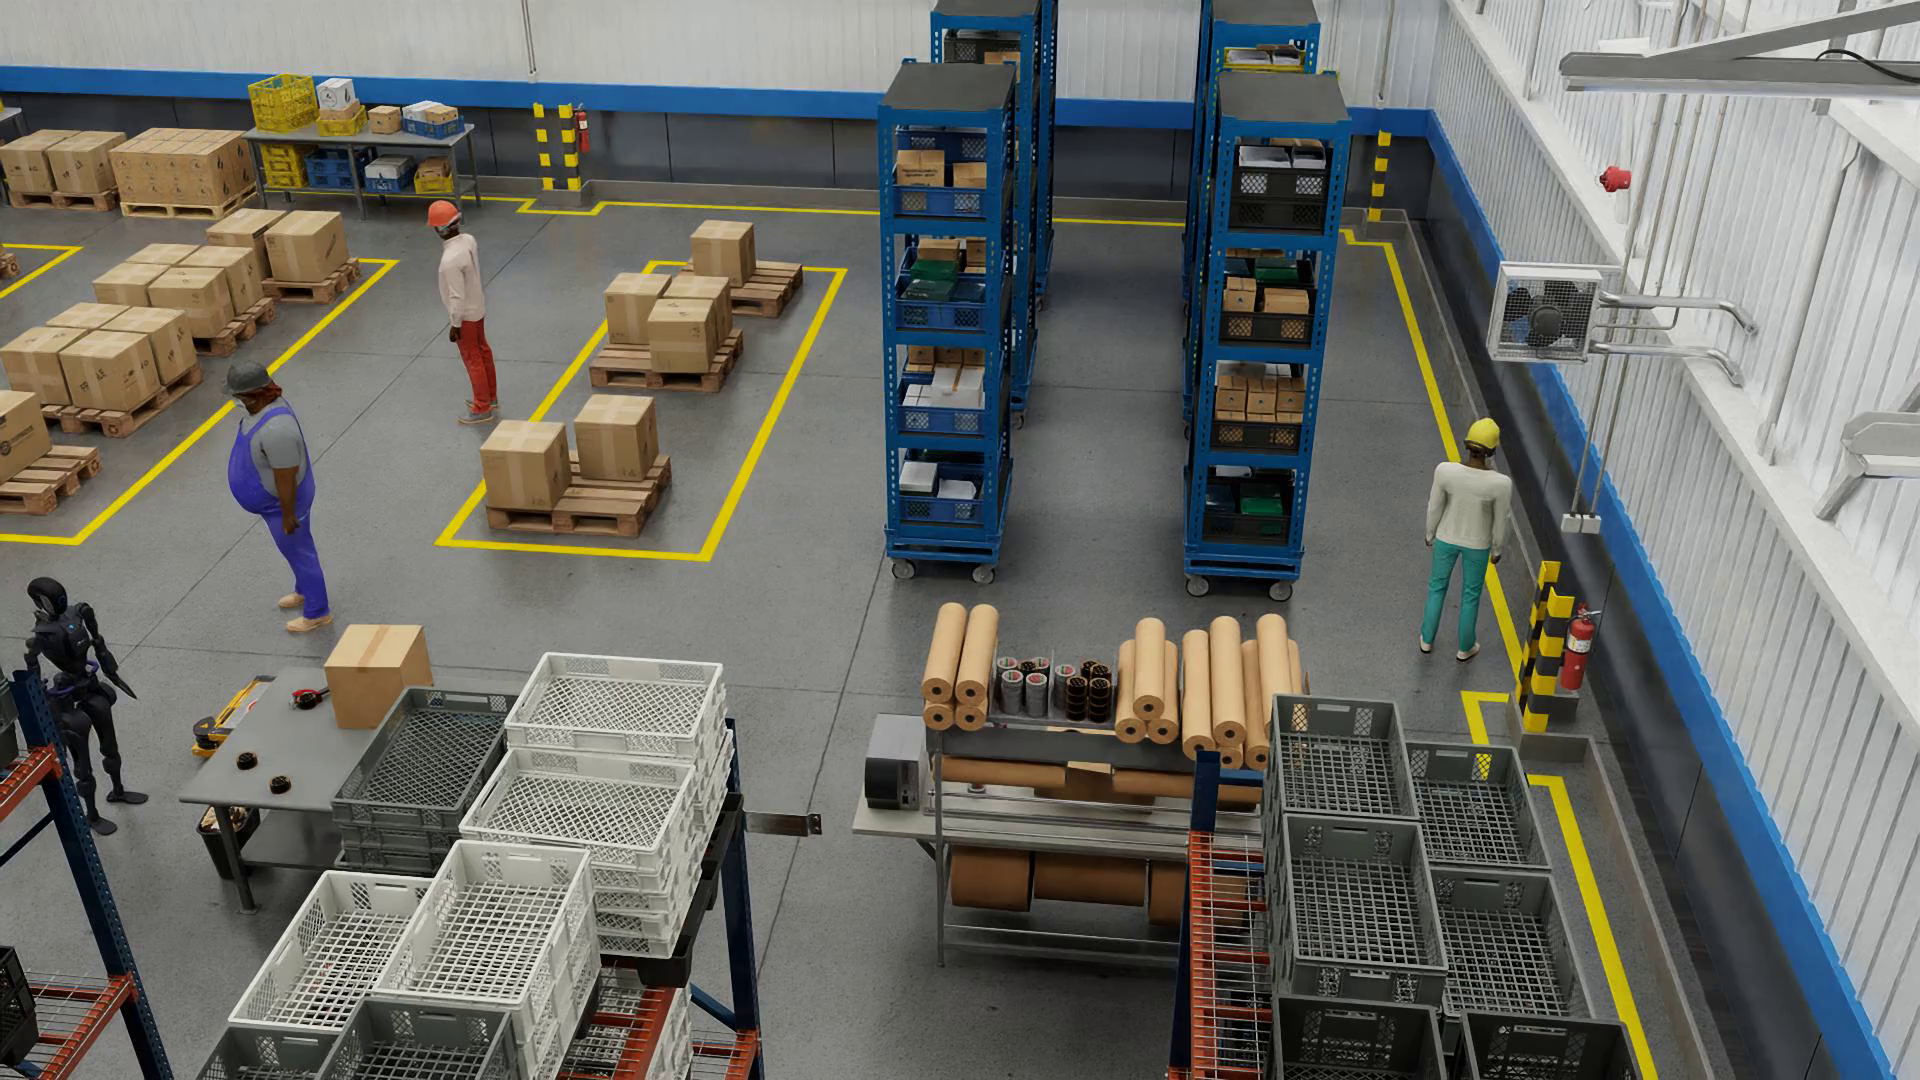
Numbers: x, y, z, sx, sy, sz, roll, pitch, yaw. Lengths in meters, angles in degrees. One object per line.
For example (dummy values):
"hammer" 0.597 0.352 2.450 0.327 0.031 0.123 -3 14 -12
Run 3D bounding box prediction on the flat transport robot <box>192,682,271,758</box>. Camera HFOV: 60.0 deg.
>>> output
"flat transport robot" -4.089 1.163 10.648 1.431 0.197 0.652 3 30 6

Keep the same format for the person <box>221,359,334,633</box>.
"person" -4.730 -0.325 11.473 0.536 2.000 0.681 -14 33 -23

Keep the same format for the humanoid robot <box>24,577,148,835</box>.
"humanoid robot" -5.095 0.932 9.659 0.313 1.657 0.608 7 31 12

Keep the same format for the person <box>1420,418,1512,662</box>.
"person" 3.391 -0.005 11.192 0.527 1.767 0.328 15 33 24

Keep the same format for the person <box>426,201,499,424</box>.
"person" -4.283 -1.960 14.337 0.390 1.984 0.610 1 30 1
